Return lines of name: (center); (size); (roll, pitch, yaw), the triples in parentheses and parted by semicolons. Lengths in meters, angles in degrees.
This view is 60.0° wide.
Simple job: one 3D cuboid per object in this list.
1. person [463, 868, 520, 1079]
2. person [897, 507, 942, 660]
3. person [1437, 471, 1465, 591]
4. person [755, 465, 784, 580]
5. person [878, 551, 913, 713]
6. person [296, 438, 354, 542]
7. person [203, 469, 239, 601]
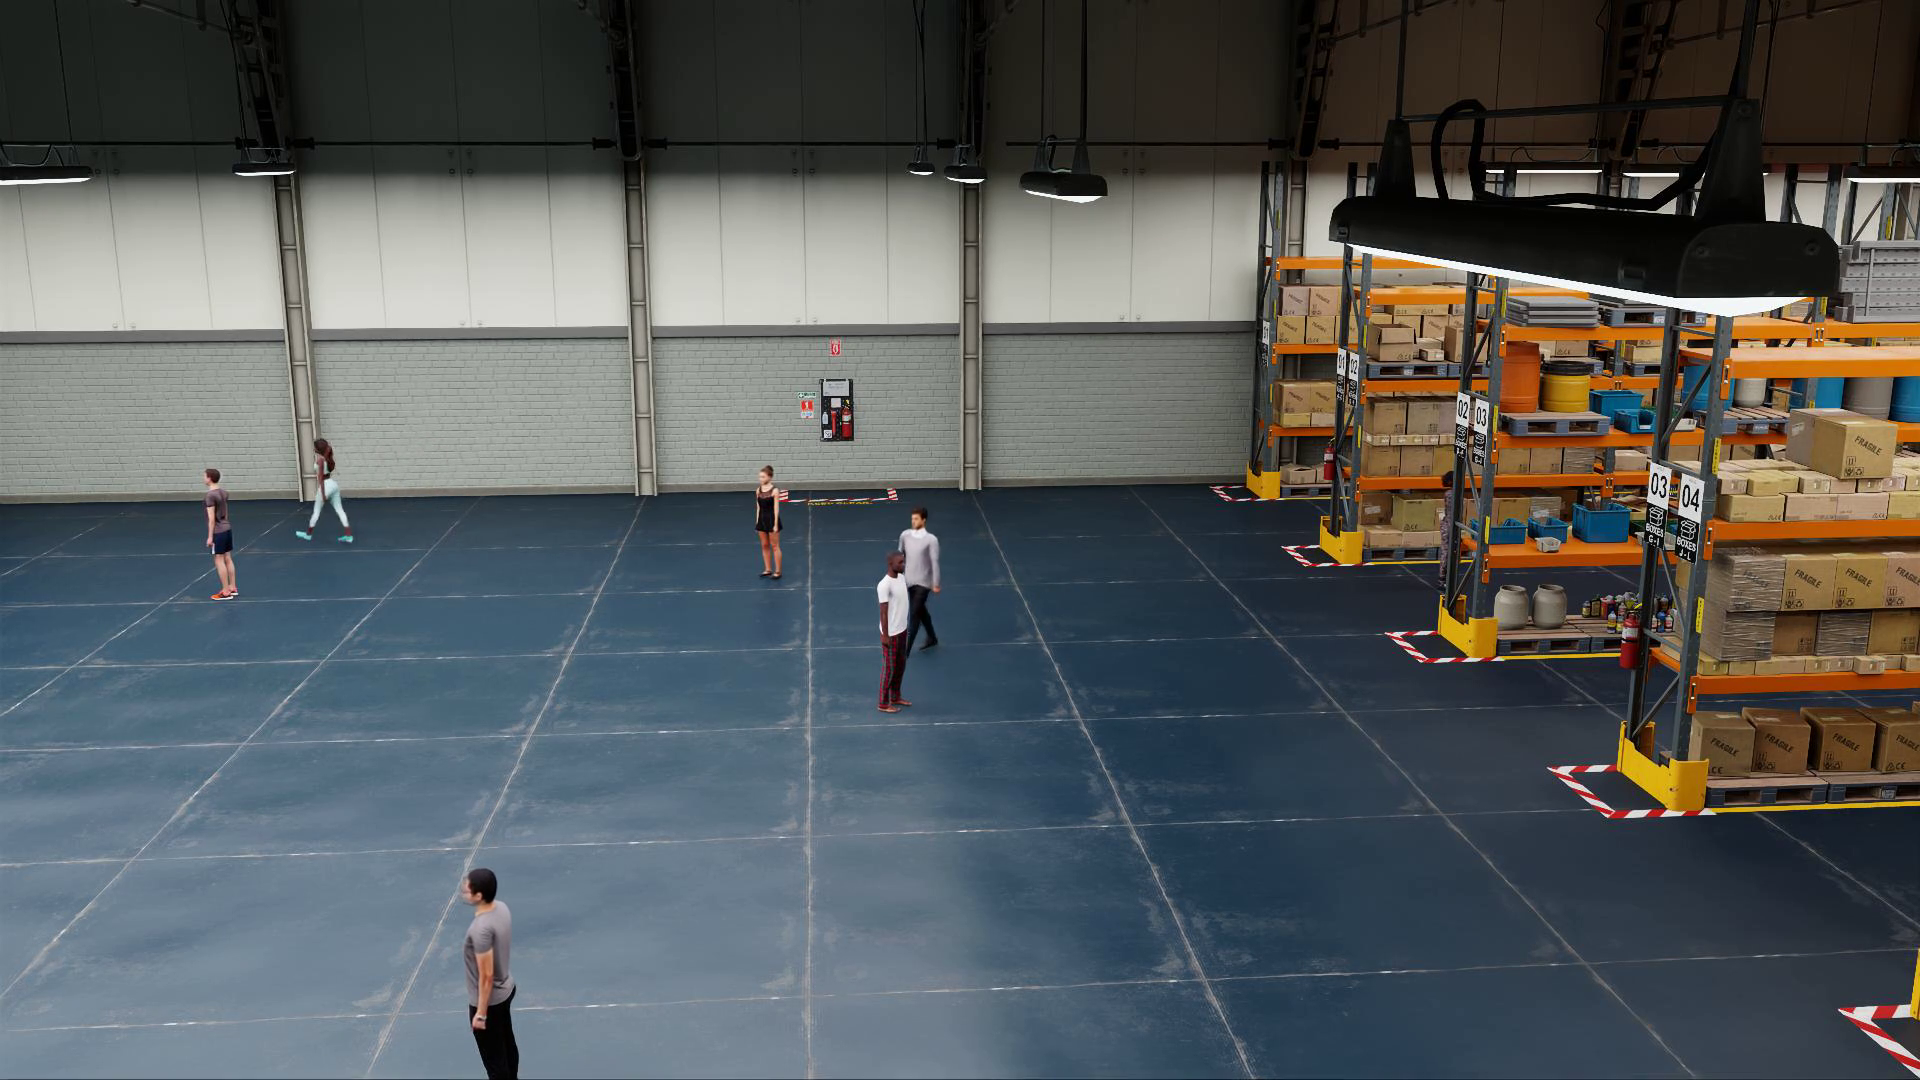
person: (-2.989, 2.906, 10.615); (0.542, 1.755, 0.617); (-1, 13, -3)
person: (-0.463, 0.524, 20.649); (1.236, 1.869, 1.318); (11, 17, 41)
person: (7.043, -0.151, 23.911); (0.723, 1.713, 0.683); (7, 15, 28)
person: (-2.805, -0.269, 24.495); (0.681, 1.680, 0.752); (9, 16, 34)
person: (-0.750, 1.008, 18.642); (0.716, 1.832, 0.728); (6, 14, 25)
person: (-10.039, -0.758, 26.613); (1.193, 1.678, 0.781); (2, 13, 10)
person: (-10.399, -0.092, 23.350); (0.584, 1.851, 0.683); (1, 13, 3)
